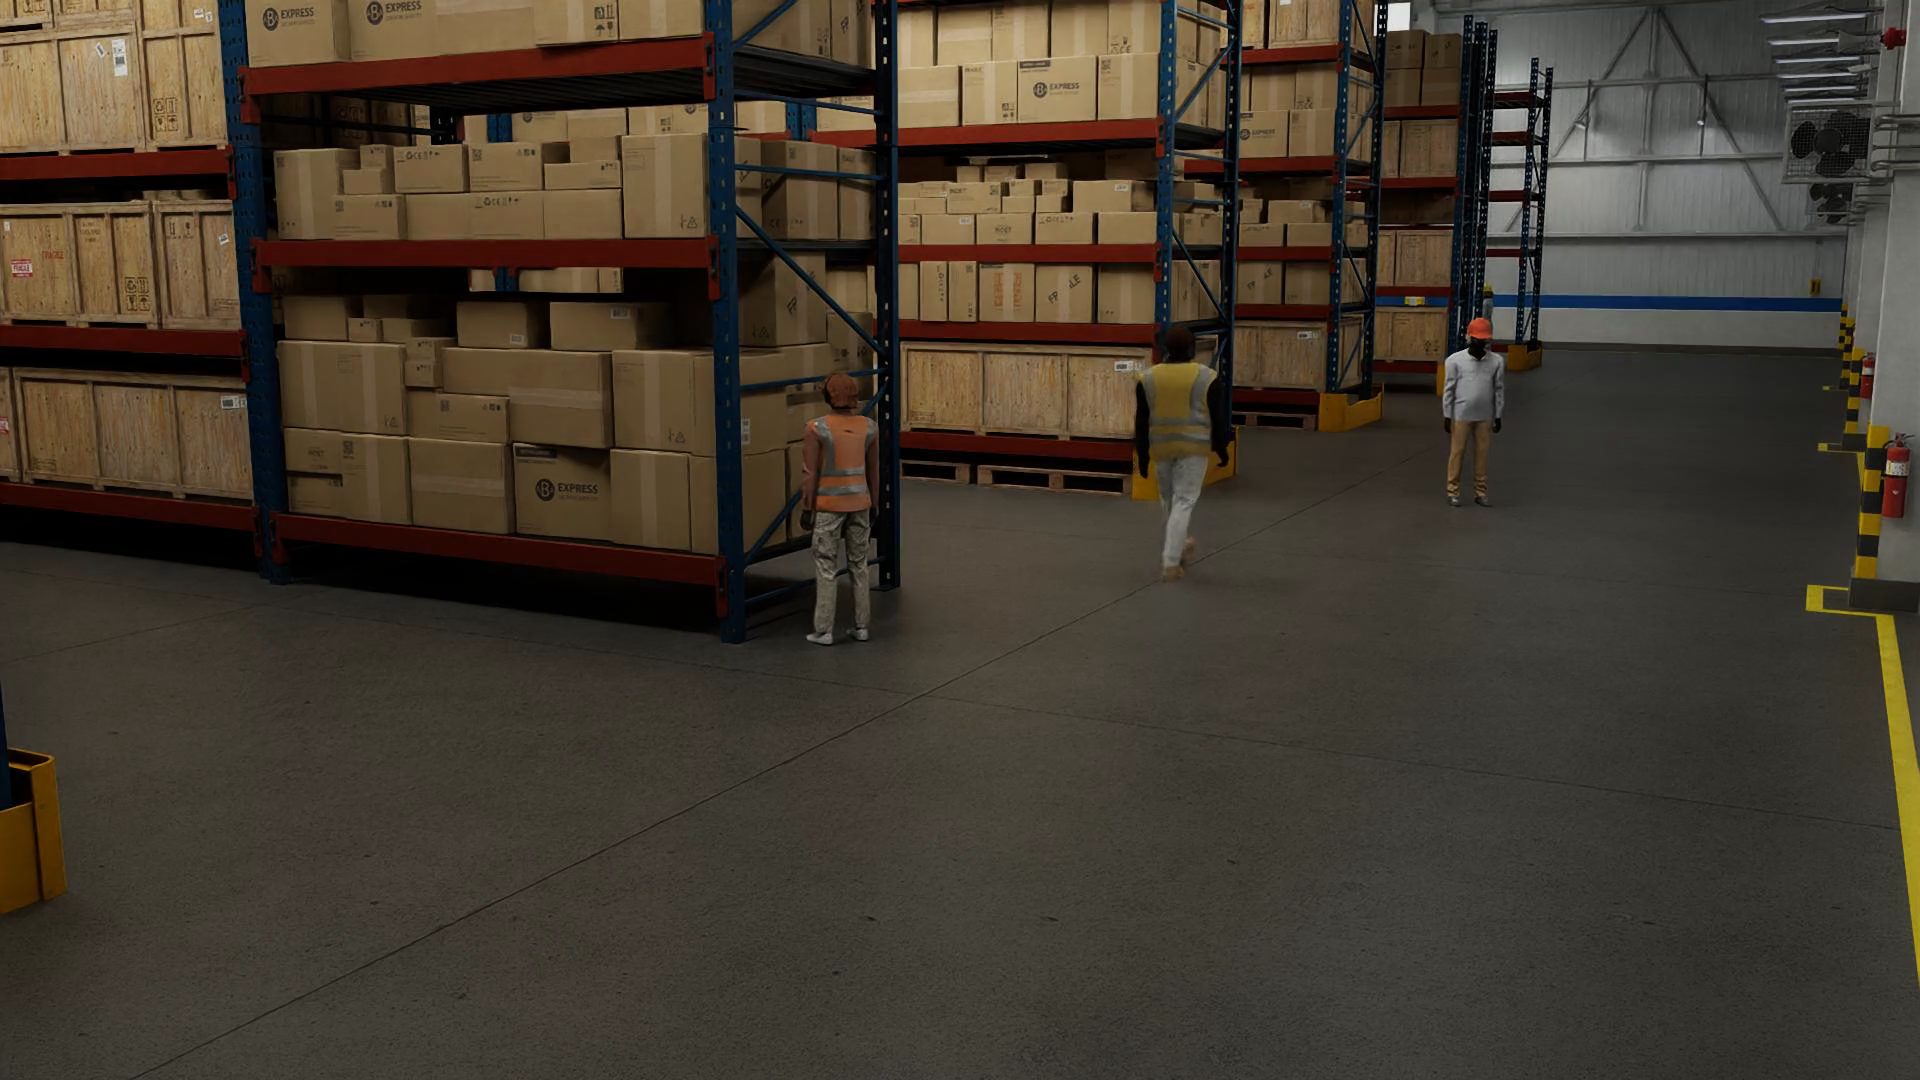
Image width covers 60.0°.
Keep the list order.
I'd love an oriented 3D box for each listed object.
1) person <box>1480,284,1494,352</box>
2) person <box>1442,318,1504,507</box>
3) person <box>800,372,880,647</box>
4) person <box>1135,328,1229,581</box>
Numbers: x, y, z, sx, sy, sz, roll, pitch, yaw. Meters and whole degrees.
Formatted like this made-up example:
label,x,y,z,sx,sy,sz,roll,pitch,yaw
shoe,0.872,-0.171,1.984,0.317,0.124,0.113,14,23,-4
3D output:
label,x,y,z,sx,sy,sz,roll,pitch,yaw
person,10.219,-4.115,32.391,0.319,1.737,0.485,6,12,32
person,4.708,-1.159,15.254,0.565,1.743,0.363,0,10,-2
person,-0.703,-0.181,9.912,0.525,1.632,0.312,-6,12,-33
person,1.622,-0.639,12.101,0.620,1.787,0.972,5,11,26
